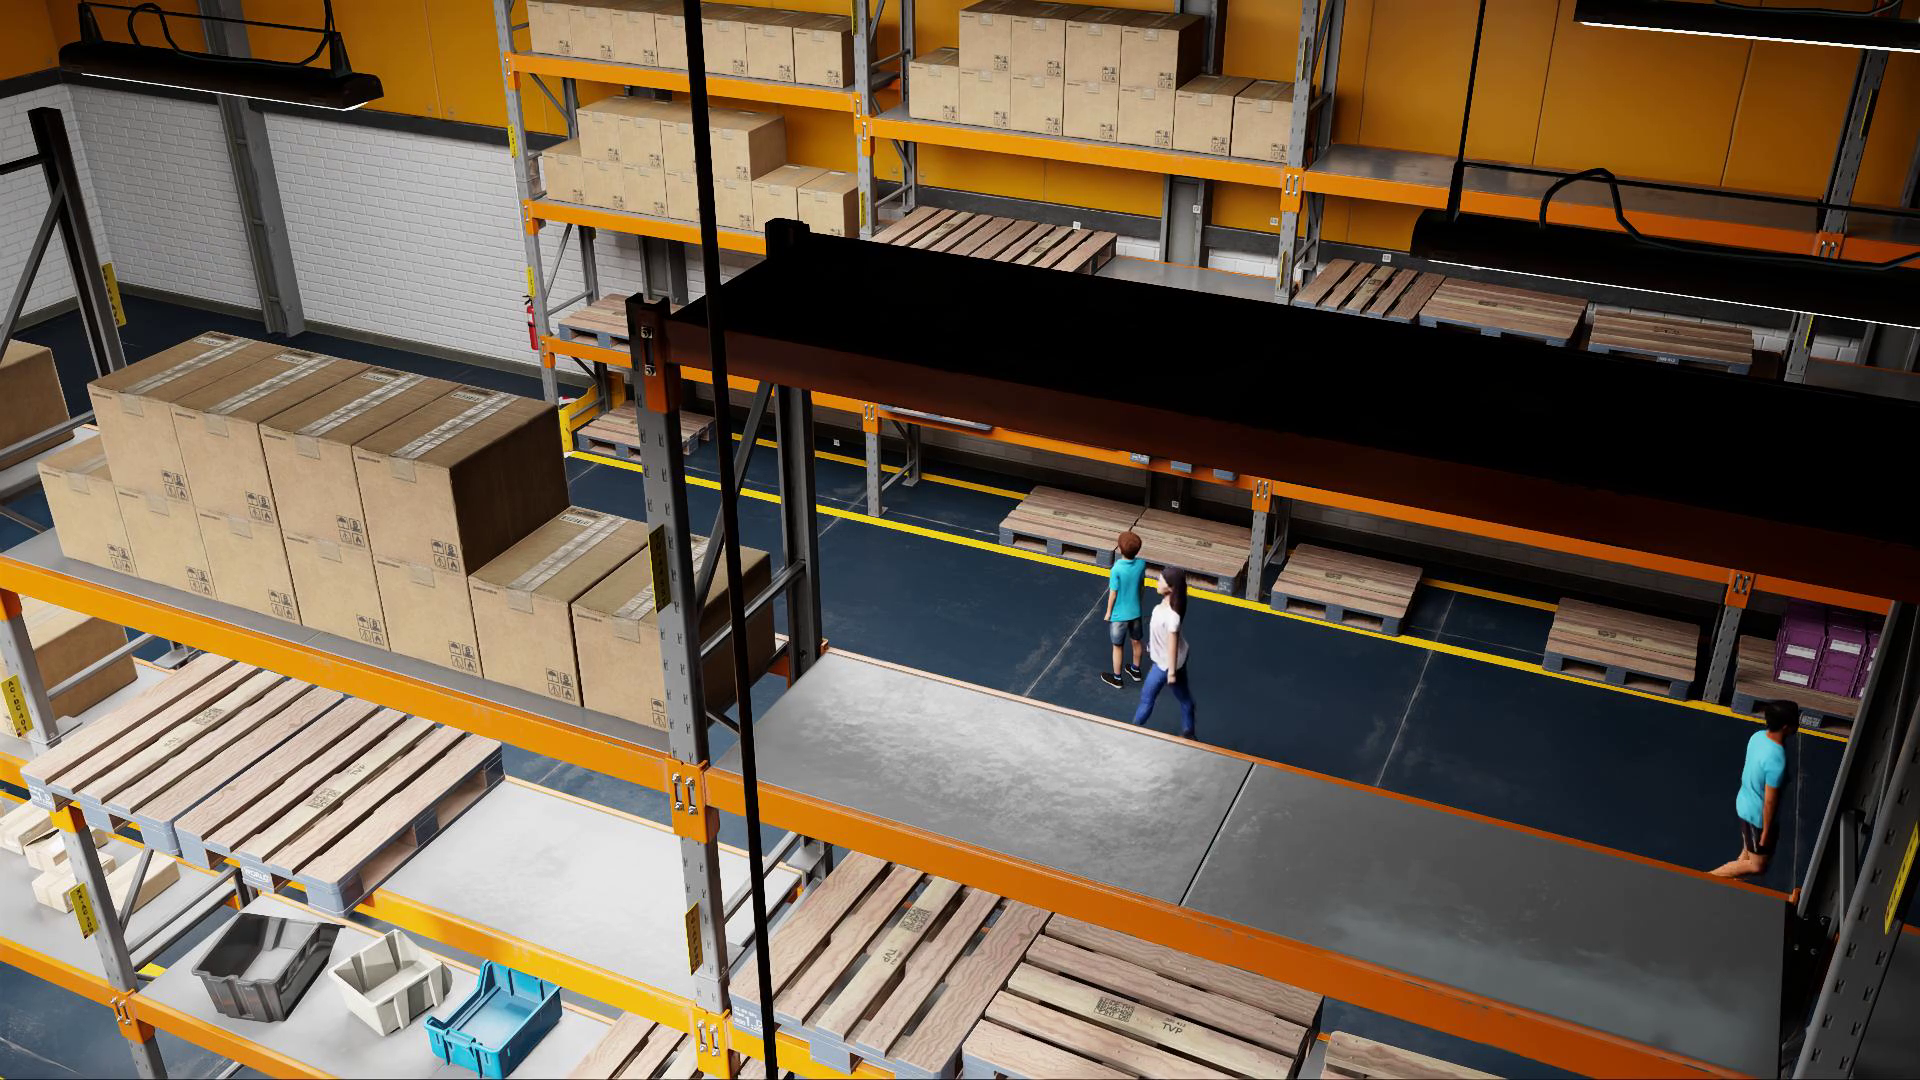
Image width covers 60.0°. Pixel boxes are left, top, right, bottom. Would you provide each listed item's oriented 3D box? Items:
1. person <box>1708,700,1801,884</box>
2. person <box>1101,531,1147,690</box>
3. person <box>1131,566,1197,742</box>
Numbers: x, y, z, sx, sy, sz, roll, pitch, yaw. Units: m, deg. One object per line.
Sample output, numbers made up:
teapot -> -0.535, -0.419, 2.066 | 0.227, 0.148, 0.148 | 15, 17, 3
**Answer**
person -> 5.363, 1.866, 11.351 | 0.944, 1.764, 0.767 | 5, 29, 9
person -> 1.407, 0.576, 14.045 | 0.598, 1.448, 0.632 | -16, 32, -26
person -> 1.741, 0.975, 13.099 | 1.041, 1.654, 0.767 | 7, 29, 12
